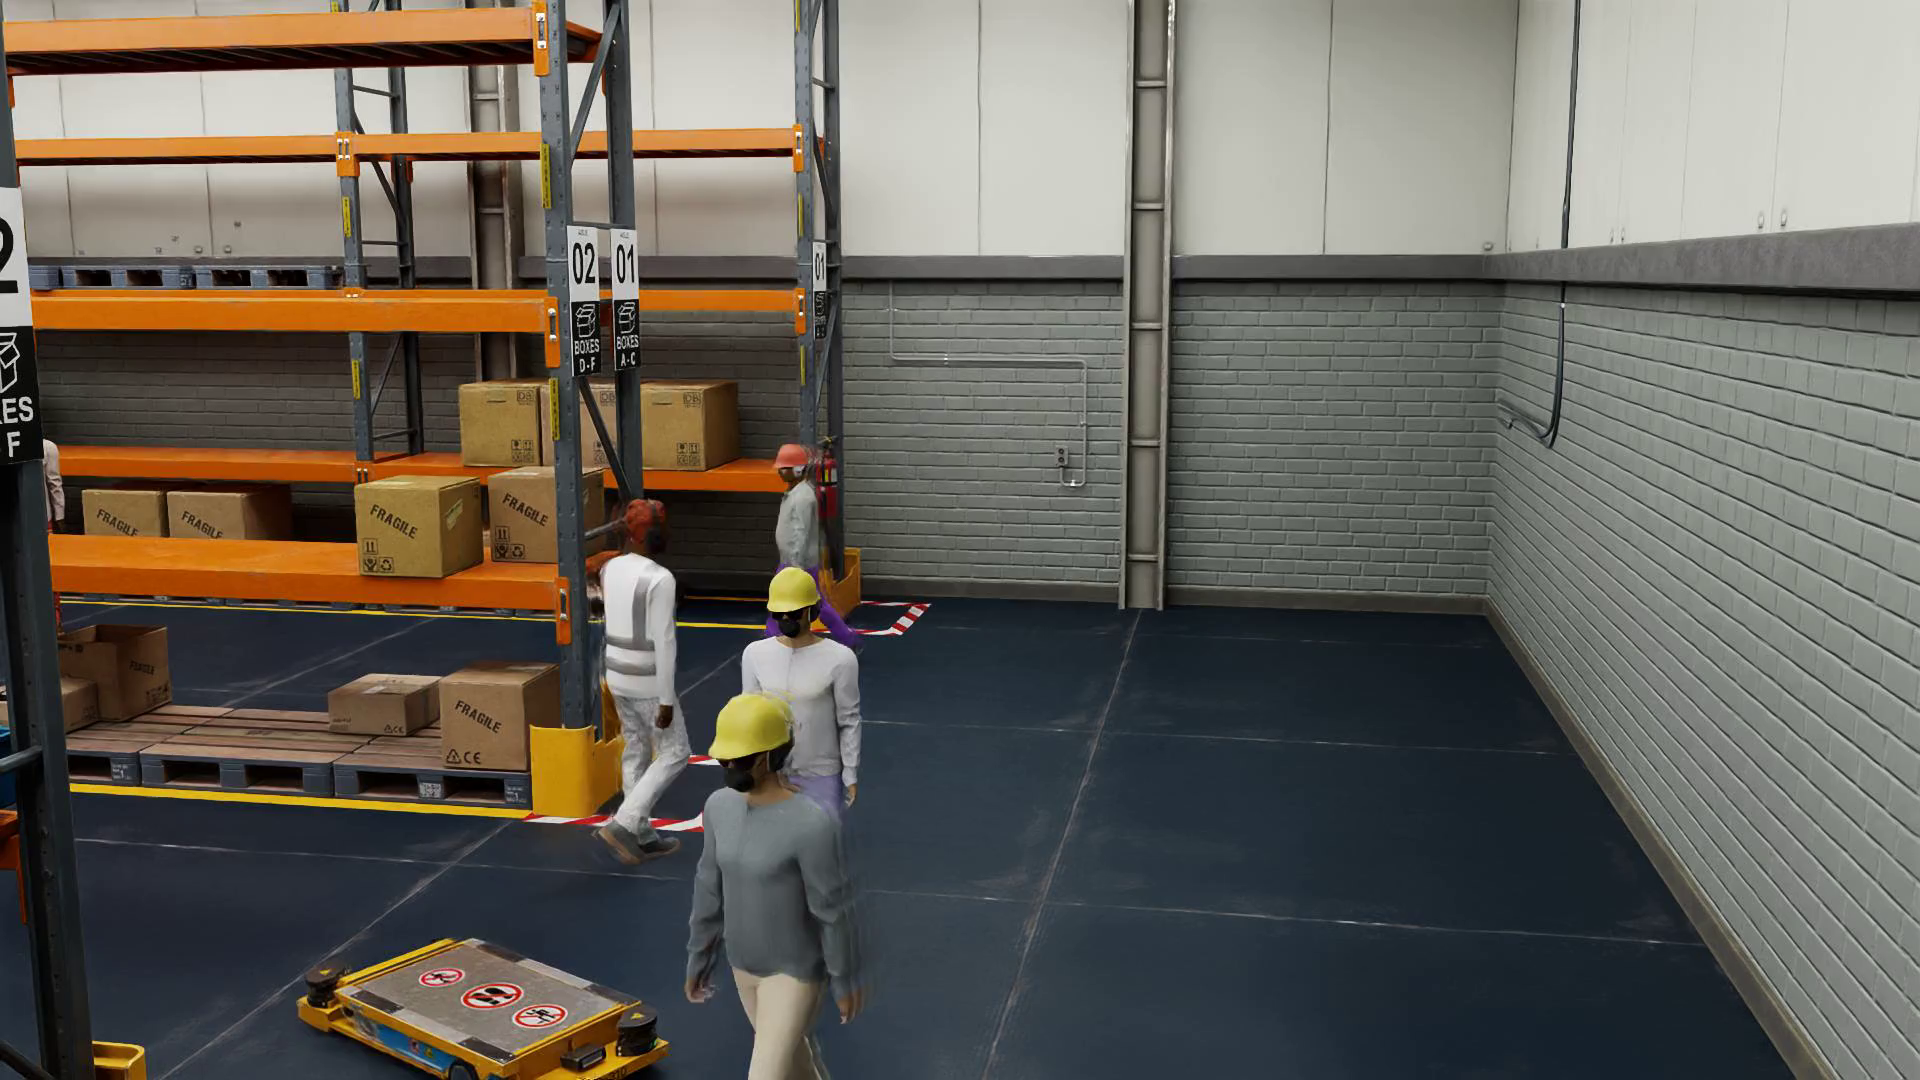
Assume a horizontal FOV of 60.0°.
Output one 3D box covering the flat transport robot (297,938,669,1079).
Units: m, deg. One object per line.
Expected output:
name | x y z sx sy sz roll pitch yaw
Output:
flat transport robot | -1.860 1.829 6.411 1.431 0.197 0.652 7 11 36

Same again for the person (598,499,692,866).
person | -1.614 0.728 8.308 0.592 1.872 0.475 8 12 42

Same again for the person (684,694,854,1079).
person | -0.648 1.322 5.037 0.542 1.719 0.888 8 12 40

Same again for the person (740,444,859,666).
person | -1.191 0.118 12.577 0.897 1.712 0.571 -4 10 -21

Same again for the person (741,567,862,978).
person | -0.684 0.982 7.040 0.534 1.767 0.320 2 9 10
